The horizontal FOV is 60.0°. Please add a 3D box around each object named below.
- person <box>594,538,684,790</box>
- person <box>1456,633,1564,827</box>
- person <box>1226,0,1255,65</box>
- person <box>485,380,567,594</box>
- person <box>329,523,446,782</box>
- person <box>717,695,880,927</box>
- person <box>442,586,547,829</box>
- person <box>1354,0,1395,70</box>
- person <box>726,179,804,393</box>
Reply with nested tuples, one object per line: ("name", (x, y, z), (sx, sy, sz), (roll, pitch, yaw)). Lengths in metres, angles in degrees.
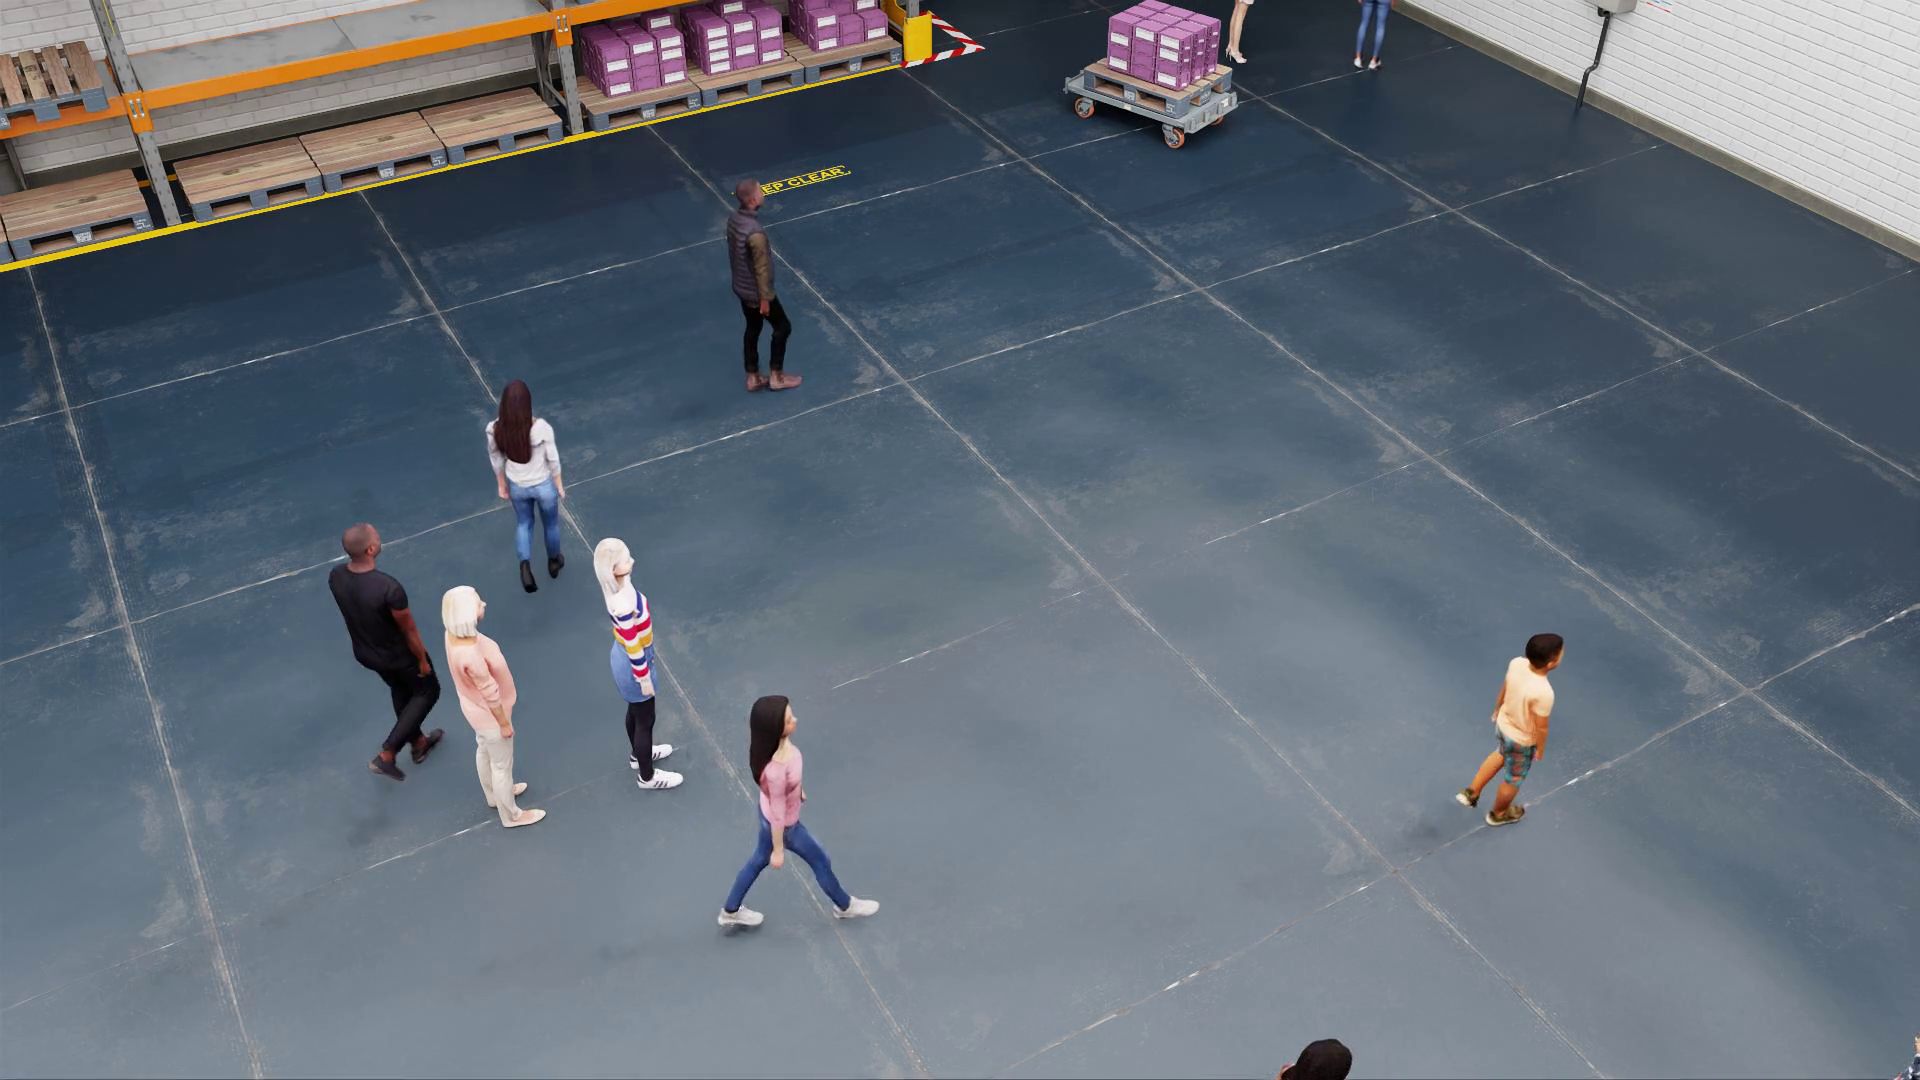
("person", (-1.904, 0.710, 9.669), (0.585, 1.809, 0.690), (-12, 40, -15))
("person", (3.124, 1.102, 9.466), (0.696, 1.451, 0.591), (-14, 41, -17))
("person", (3.114, -6.122, 18.283), (0.654, 1.736, 0.649), (-3, 39, -4))
("person", (-2.868, -0.306, 11.099), (0.904, 1.613, 0.900), (0, 39, 0))
("person", (-3.358, 0.718, 9.663), (0.915, 1.804, 1.011), (18, 42, 21))
("person", (-1.020, 1.481, 8.796), (1.197, 1.695, 0.876), (-5, 39, -6))
("person", (-2.697, 0.941, 9.447), (0.537, 1.725, 0.611), (-23, 44, -26))
("person", (4.577, -5.982, 18.203), (0.707, 1.617, 0.751), (16, 41, 19))
("person", (-1.663, -1.939, 12.974), (0.700, 1.825, 0.733), (-18, 42, -21))
